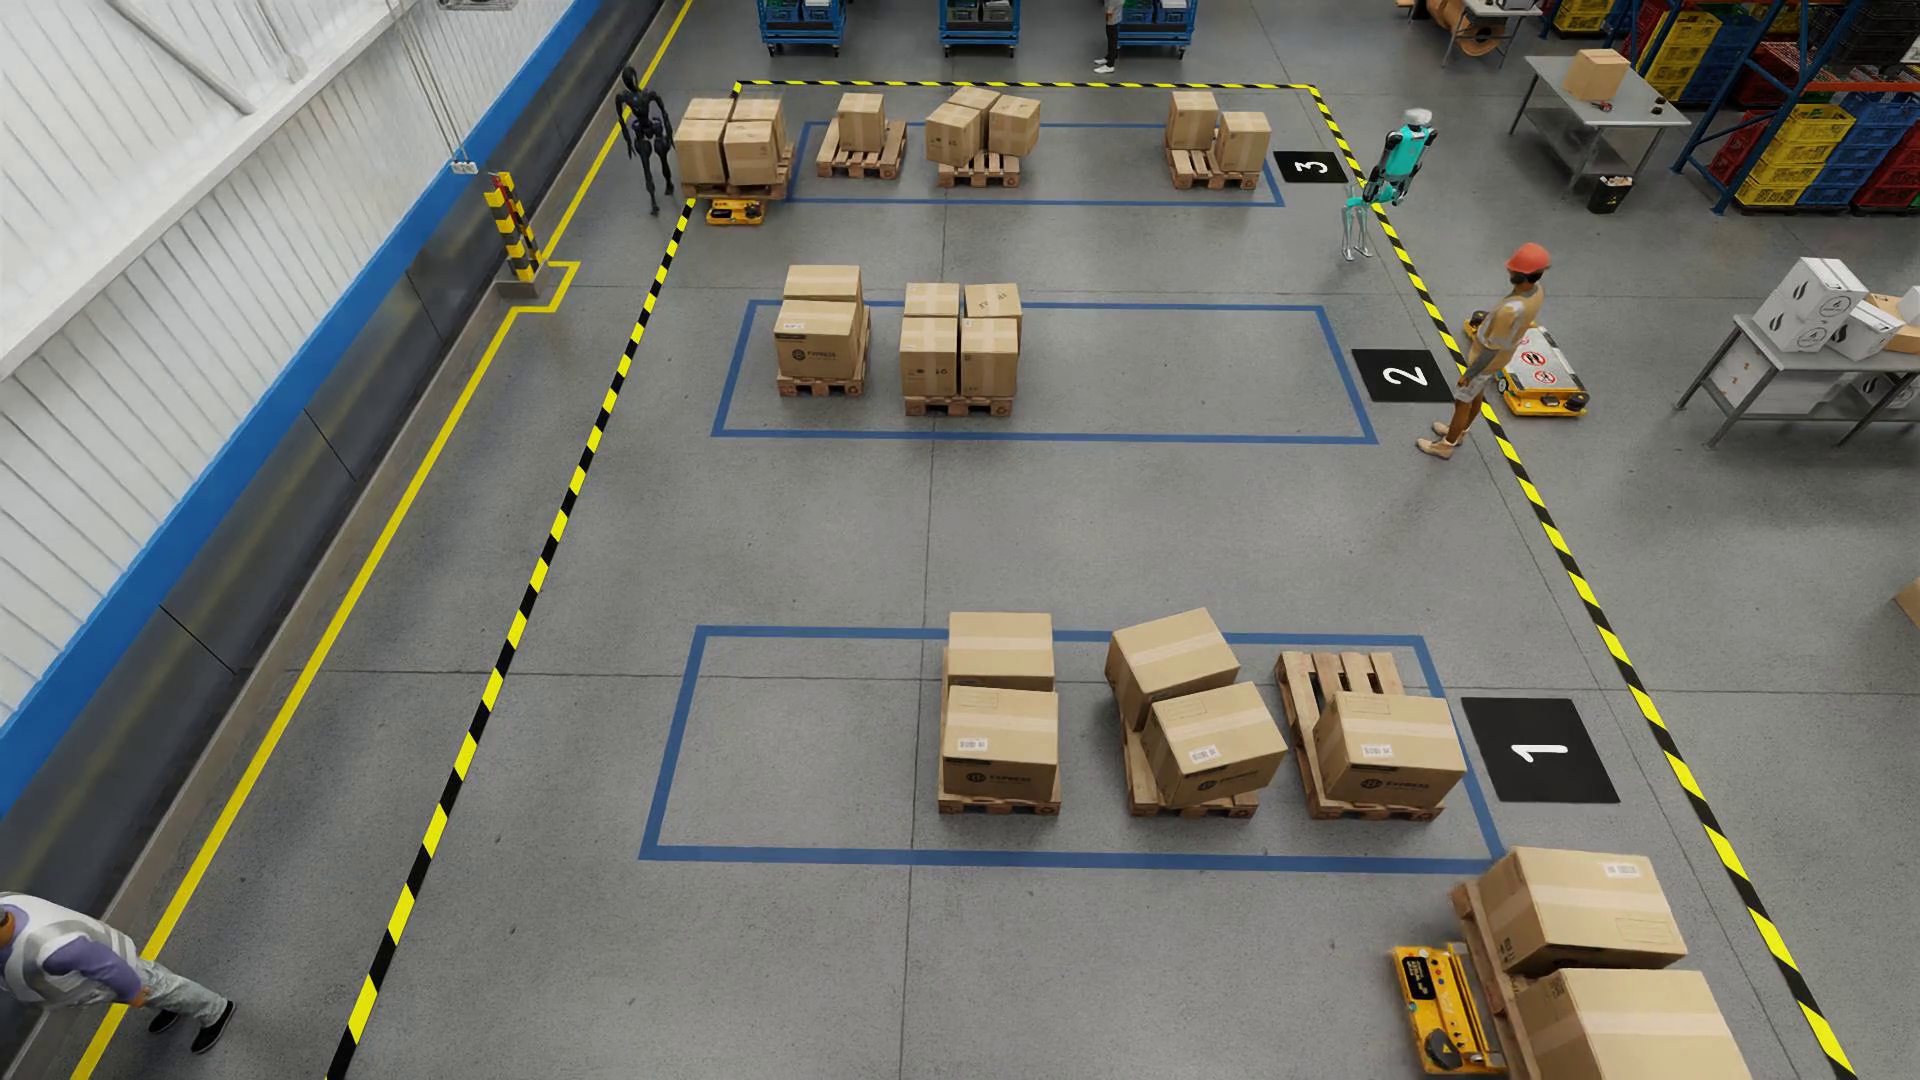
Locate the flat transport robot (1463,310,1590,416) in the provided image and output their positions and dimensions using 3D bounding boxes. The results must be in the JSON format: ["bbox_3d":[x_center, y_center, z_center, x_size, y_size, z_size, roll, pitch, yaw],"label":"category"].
[{"bbox_3d":[5.573,-1.757,9.054,0.659,0.231,1.431,1,49,1],"label":"flat transport robot"}]

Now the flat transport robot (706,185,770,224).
[{"bbox_3d":[-2.670,-4.345,11.276,0.652,0.197,1.431,1,49,1],"label":"flat transport robot"}]

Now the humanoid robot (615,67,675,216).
[{"bbox_3d":[-3.614,-4.686,10.698,0.609,1.618,0.798,-7,49,-6],"label":"humanoid robot"}]

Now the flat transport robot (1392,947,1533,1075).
[{"bbox_3d":[3.296,2.661,5.211,1.431,0.197,0.652,1,49,1],"label":"flat transport robot"}]

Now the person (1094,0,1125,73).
[{"bbox_3d":[2.169,-7.721,13.172,0.396,1.847,0.588,8,50,7],"label":"person"}]

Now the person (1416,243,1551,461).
[{"bbox_3d":[4.393,-1.540,7.702,0.613,2.029,0.398,-35,58,-26],"label":"person"}]

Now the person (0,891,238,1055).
[{"bbox_3d":[-4.380,2.181,4.616,0.586,1.824,0.404,17,51,14],"label":"person"}]

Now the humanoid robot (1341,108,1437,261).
[{"bbox_3d":[4.471,-3.848,9.806,0.533,1.673,0.735,-11,50,-9],"label":"humanoid robot"}]
